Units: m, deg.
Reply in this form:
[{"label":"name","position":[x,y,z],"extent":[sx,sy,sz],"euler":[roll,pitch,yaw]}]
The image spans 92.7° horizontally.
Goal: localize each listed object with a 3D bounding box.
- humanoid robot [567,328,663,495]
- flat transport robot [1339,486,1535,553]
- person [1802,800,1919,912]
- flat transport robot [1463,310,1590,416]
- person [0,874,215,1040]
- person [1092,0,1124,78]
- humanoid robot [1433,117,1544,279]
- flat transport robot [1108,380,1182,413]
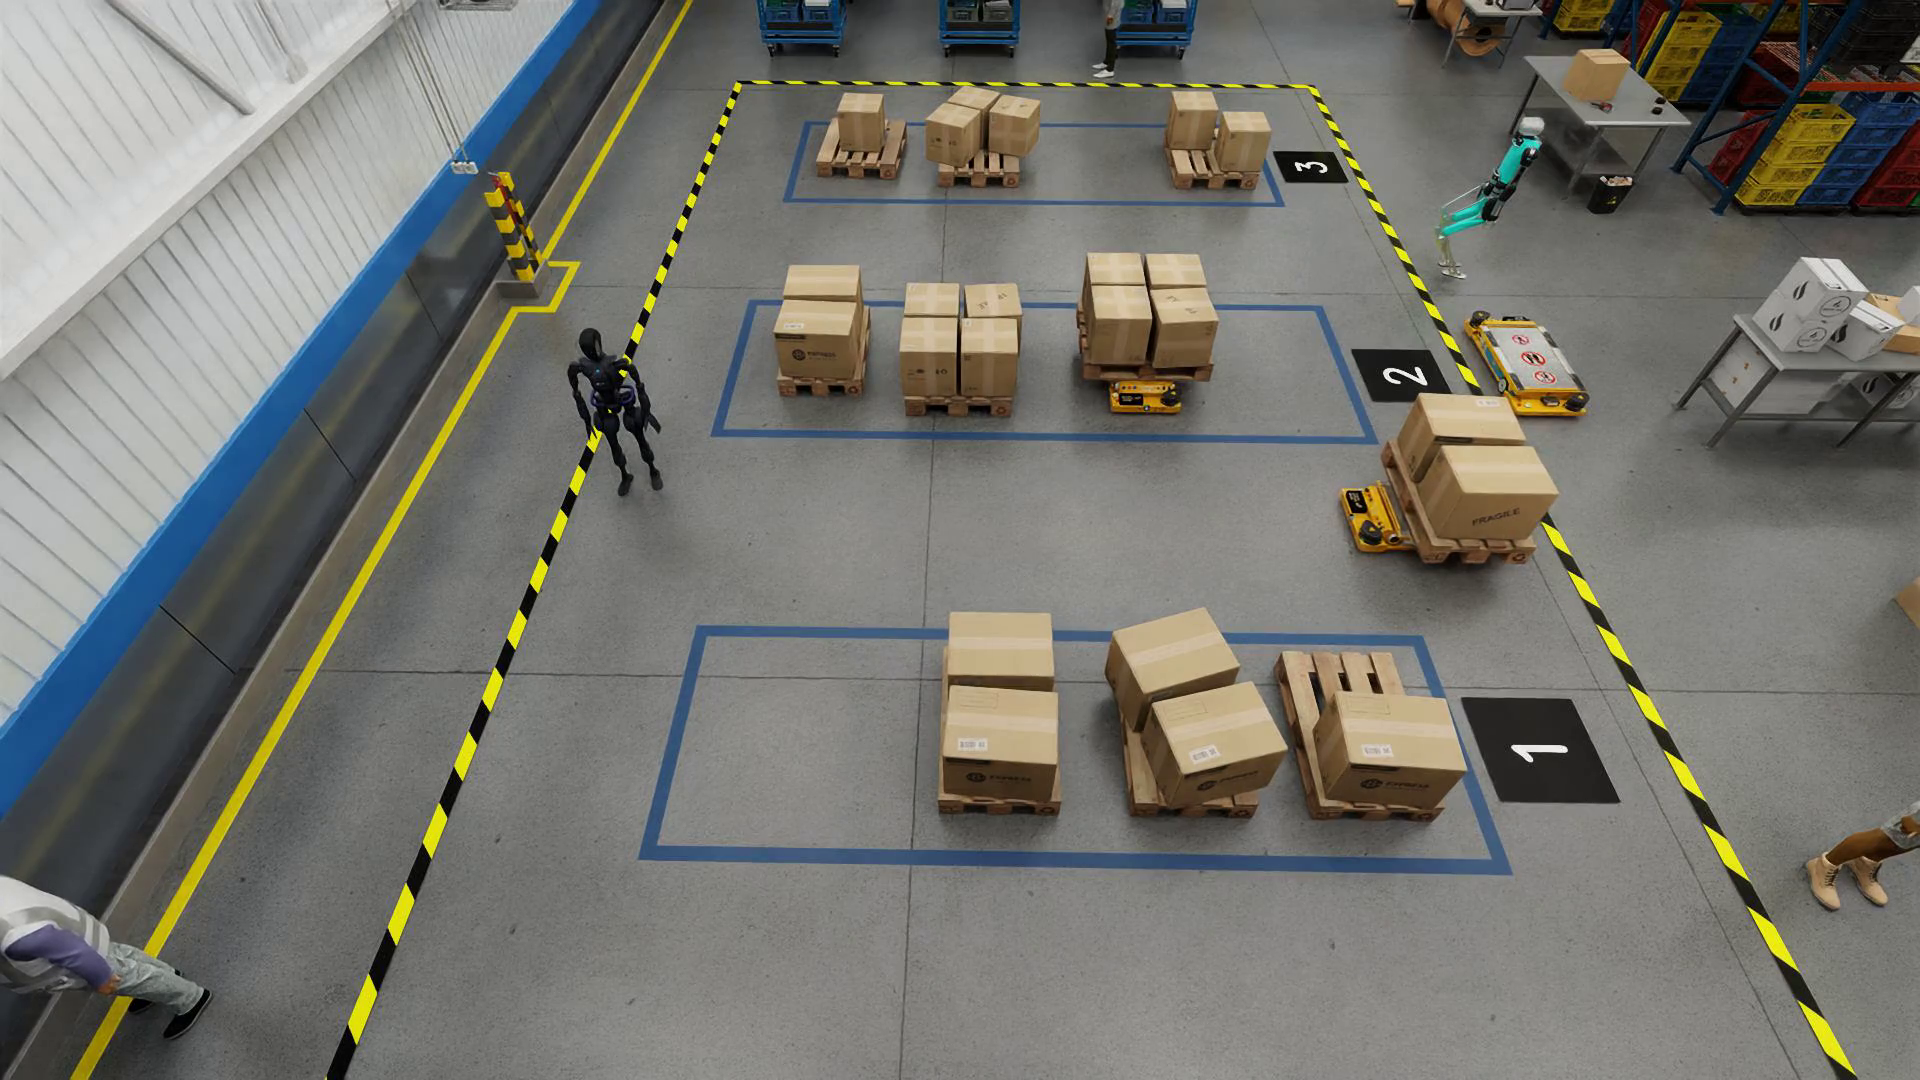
[{"label":"humanoid robot","position":[-2.786,-1.030,7.483],"extent":[0.599,1.657,0.315],"euler":[-7,50,-6]},{"label":"flat transport robot","position":[4.006,-0.203,7.691],"extent":[1.431,0.197,0.652],"euler":[1,49,1]},{"label":"person","position":[5.582,1.510,5.052],"extent":[0.606,2.048,0.367],"euler":[-2,49,-2]},{"label":"flat transport robot","position":[5.573,-1.757,9.054],"extent":[0.659,0.231,1.431],"euler":[1,49,1]},{"label":"person","position":[-4.564,2.117,4.665],"extent":[0.600,1.830,0.404],"euler":[22,53,18]},{"label":"person","position":[2.137,-7.593,13.058],"extent":[0.398,1.852,0.589],"euler":[4,49,4]},{"label":"humanoid robot","position":[5.365,-3.561,9.555],"extent":[0.735,1.677,0.533],"euler":[10,50,8]},{"label":"flat transport robot","position":[1.773,-1.807,9.079],"extent":[0.652,0.197,1.431],"euler":[1,49,1]}]
